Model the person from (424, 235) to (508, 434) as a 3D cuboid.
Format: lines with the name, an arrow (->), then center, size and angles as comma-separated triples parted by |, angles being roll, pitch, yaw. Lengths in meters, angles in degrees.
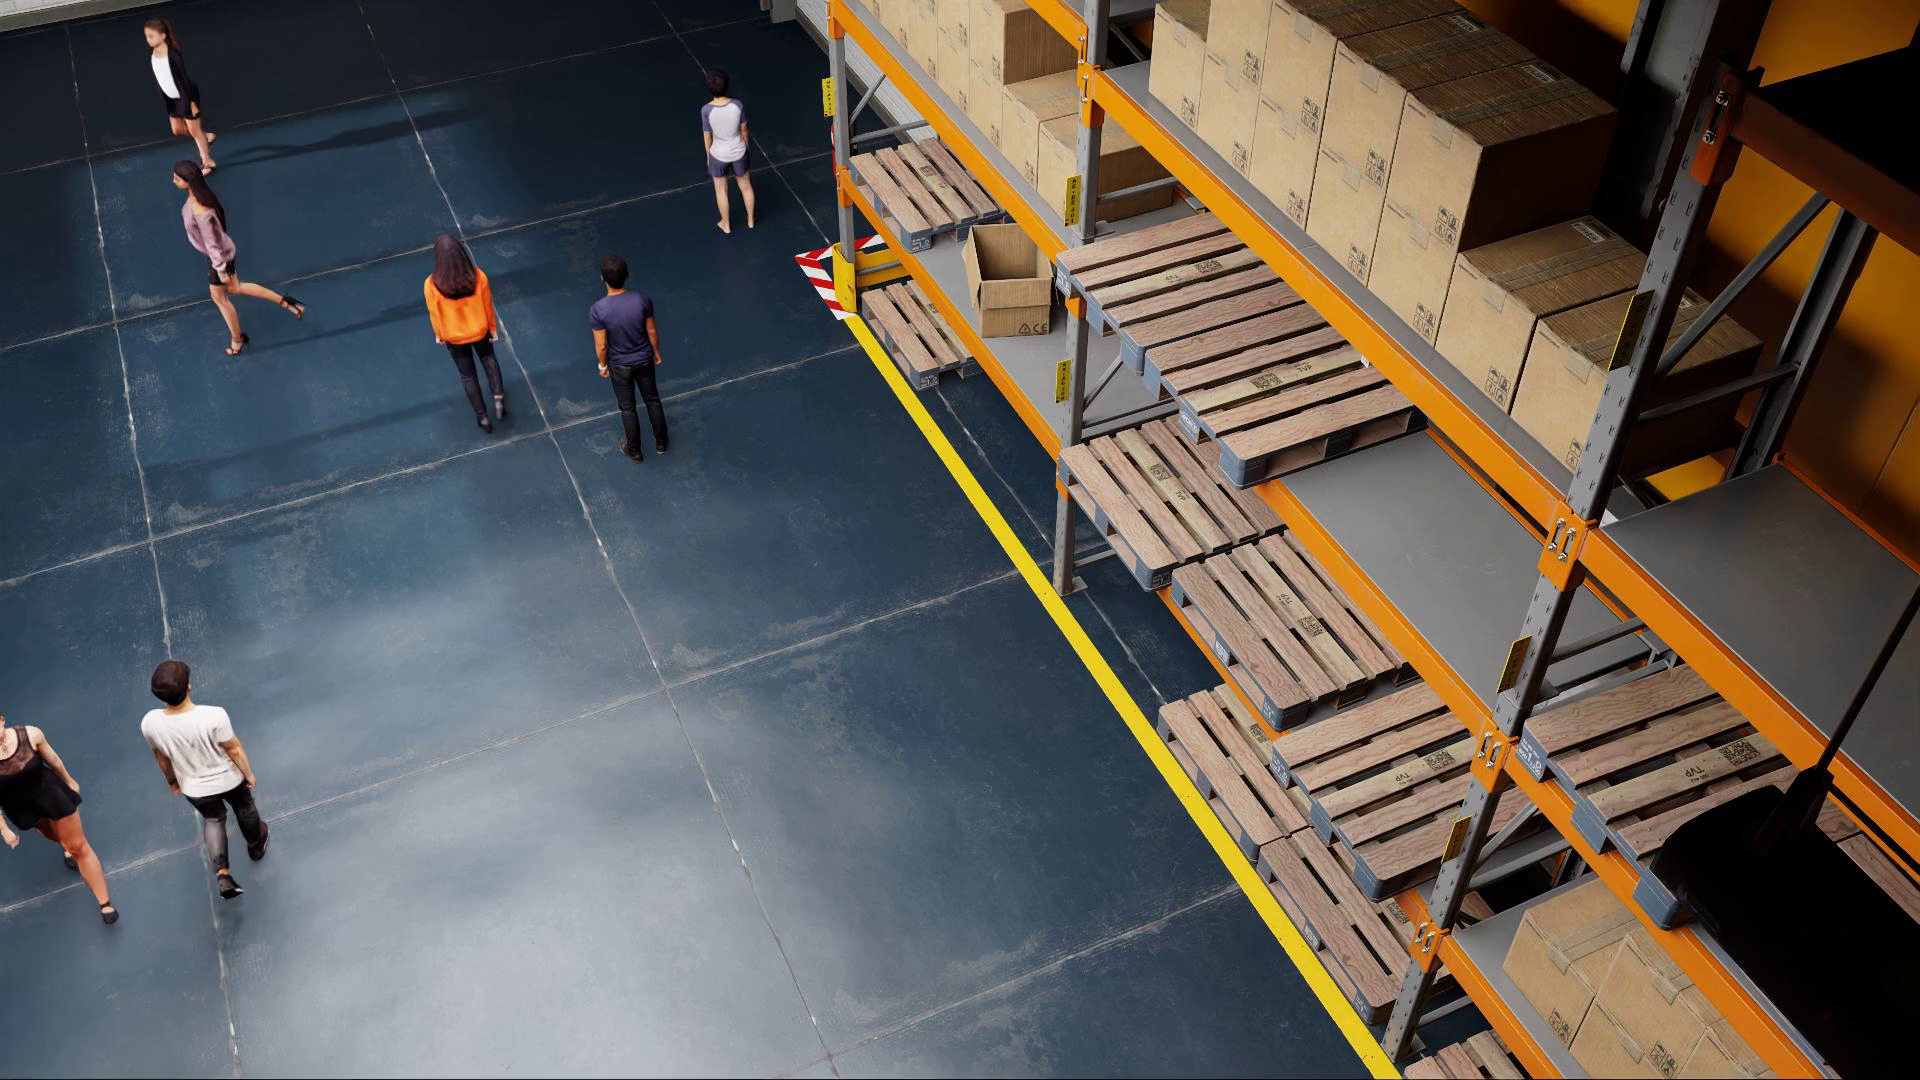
person -> -3.711, -1.511, 12.621 | 0.627, 1.738, 0.592 | -21, 47, -21

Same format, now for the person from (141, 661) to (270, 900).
person -> -4.341, 1.411, 9.581 | 0.784, 1.701, 0.997 | -6, 44, -6

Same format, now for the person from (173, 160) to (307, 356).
person -> -5.855, -2.276, 13.384 | 0.759, 1.793, 0.924 | -13, 45, -13

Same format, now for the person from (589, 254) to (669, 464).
person -> -2.458, -1.343, 12.404 | 0.645, 1.793, 0.527 | -20, 47, -20

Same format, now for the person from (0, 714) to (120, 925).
person -> -5.351, 1.445, 9.595 | 0.688, 1.631, 1.118 | -24, 49, -23

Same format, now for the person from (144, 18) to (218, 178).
person -> -7.237, -4.184, 15.564 | 0.741, 1.547, 0.803 | 13, 45, 14

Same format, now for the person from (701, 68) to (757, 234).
person -> -2.063, -3.461, 14.793 | 0.590, 1.565, 0.562 | -12, 45, -12
